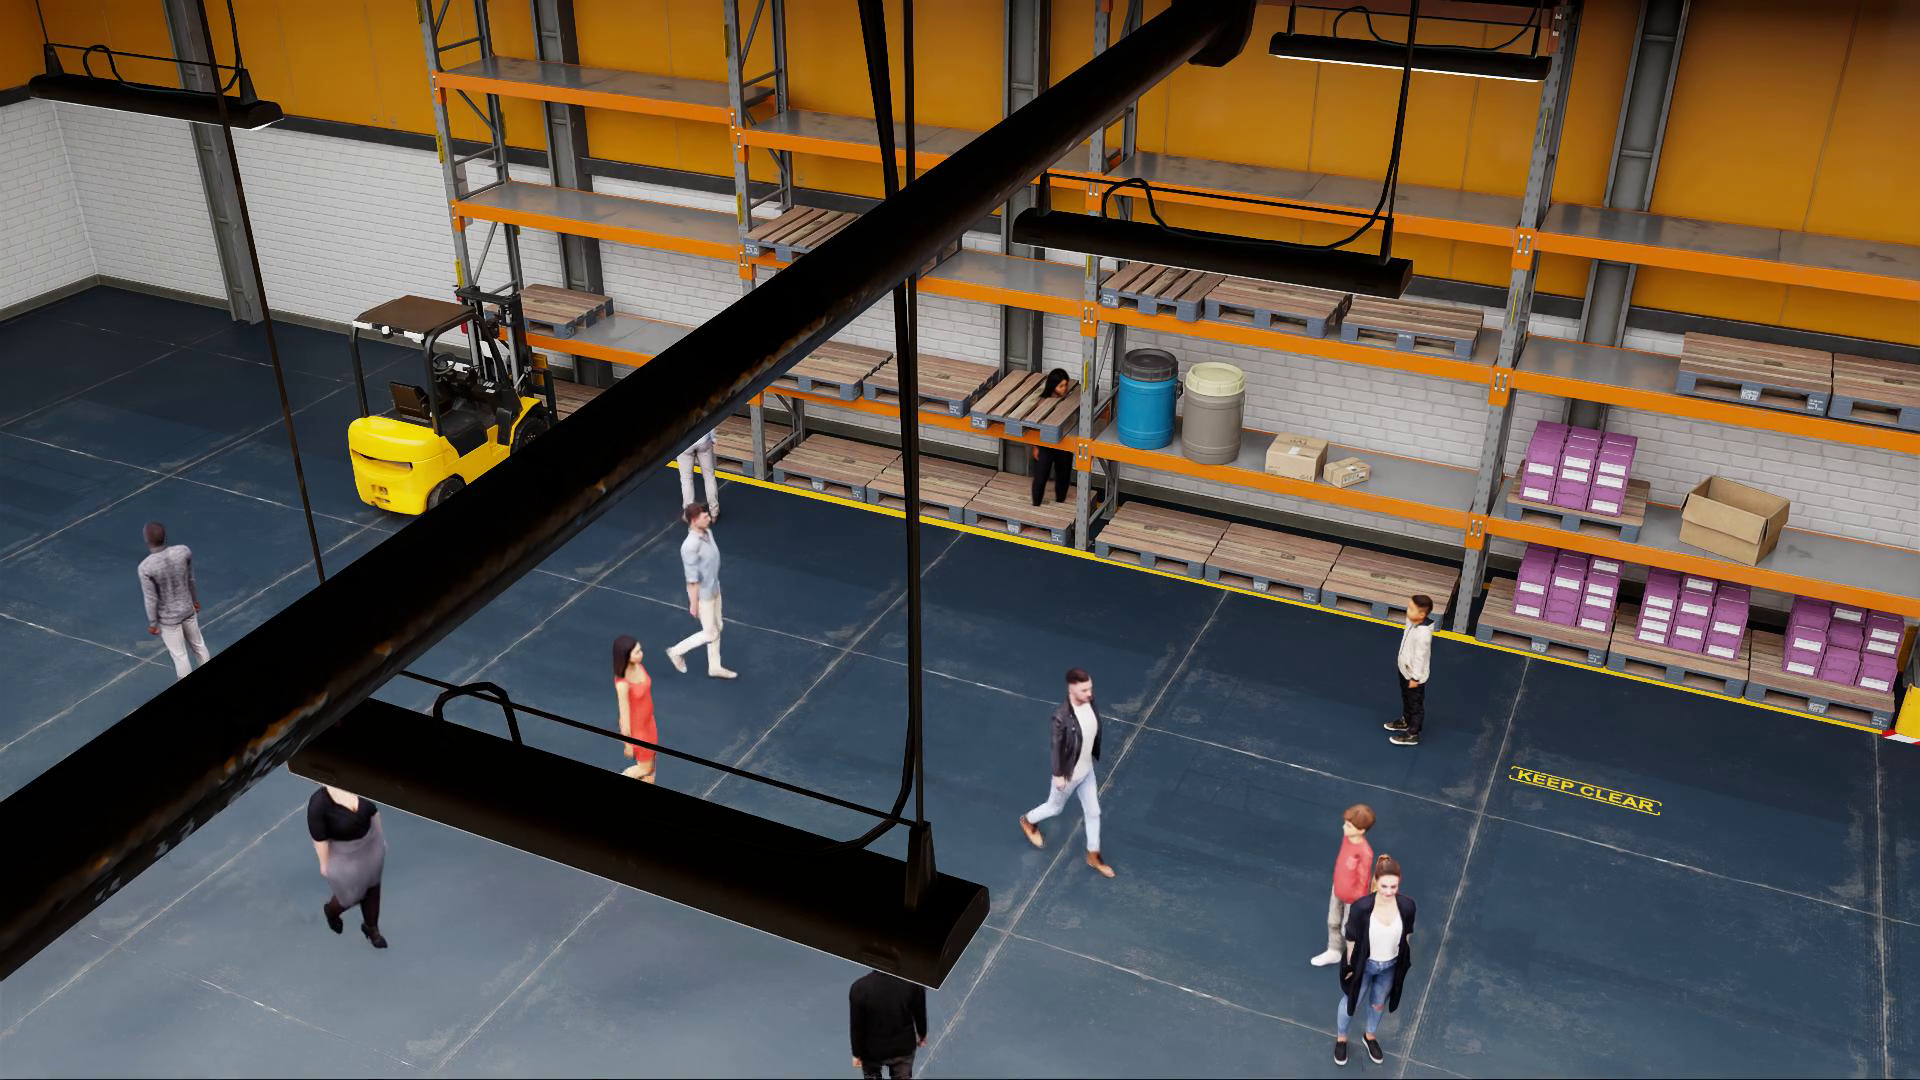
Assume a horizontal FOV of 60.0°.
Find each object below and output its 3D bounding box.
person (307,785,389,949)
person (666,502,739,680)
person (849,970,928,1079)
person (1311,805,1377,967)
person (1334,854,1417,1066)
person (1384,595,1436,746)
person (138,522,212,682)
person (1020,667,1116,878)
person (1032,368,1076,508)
[{"bbox_3d":[-4.492,2.246,12.115,0.805,1.746,0.692,15,32,26],"label":"person"},{"bbox_3d":[-2.417,0.476,15.268,0.953,1.834,0.784,5,29,9],"label":"person"},{"bbox_3d":[-0.433,3.186,10.433,1.094,1.706,1.116,-8,30,-14],"label":"person"},{"bbox_3d":[2.868,2.515,11.982,0.844,1.400,0.777,-9,30,-16],"label":"person"},{"bbox_3d":[2.774,2.814,11.139,0.653,1.683,0.776,-1,29,-1],"label":"person"},{"bbox_3d":[3.969,1.116,14.494,0.664,1.452,0.648,-3,29,-5],"label":"person"},{"bbox_3d":[-7.033,0.656,14.932,0.545,1.839,0.683,14,32,24],"label":"person"},{"bbox_3d":[0.812,1.747,12.958,1.222,1.814,0.911,25,37,38],"label":"person"},{"bbox_3d":[1.015,-1.034,18.058,0.778,1.813,0.831,-11,30,-19],"label":"person"}]
